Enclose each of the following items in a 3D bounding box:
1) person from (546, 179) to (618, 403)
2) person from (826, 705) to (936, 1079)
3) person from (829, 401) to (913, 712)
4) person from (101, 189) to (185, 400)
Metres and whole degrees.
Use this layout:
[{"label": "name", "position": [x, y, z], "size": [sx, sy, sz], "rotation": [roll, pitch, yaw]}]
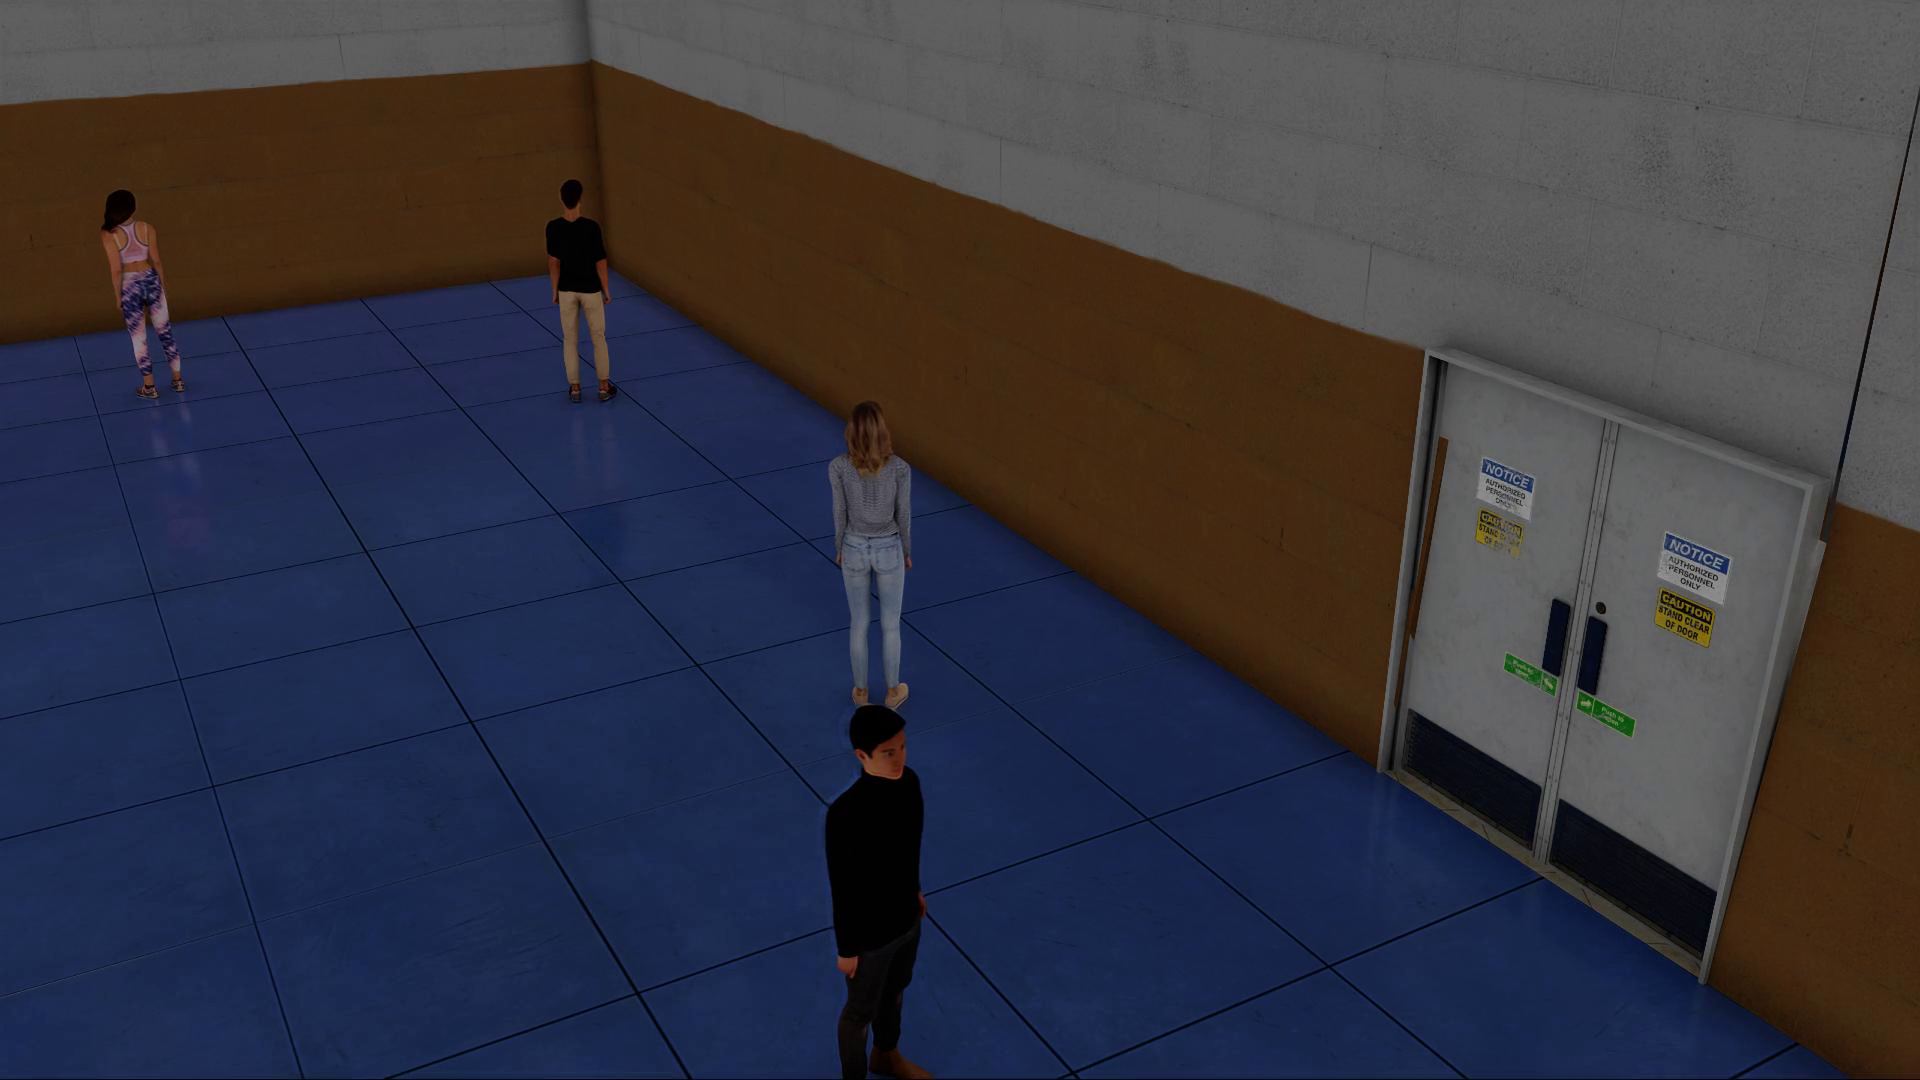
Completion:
[{"label": "person", "position": [-3.165, -2.073, 13.865], "size": [0.623, 1.859, 0.765], "rotation": [-1, 24, -3]}, {"label": "person", "position": [-0.297, 1.375, 6.188], "size": [0.780, 1.722, 0.625], "rotation": [15, 28, 31]}, {"label": "person", "position": [-0.472, 0.094, 9.023], "size": [0.632, 1.796, 0.730], "rotation": [2, 24, 4]}, {"label": "person", "position": [-6.907, -2.080, 14.030], "size": [0.552, 1.766, 0.708], "rotation": [-21, 31, -39]}]
